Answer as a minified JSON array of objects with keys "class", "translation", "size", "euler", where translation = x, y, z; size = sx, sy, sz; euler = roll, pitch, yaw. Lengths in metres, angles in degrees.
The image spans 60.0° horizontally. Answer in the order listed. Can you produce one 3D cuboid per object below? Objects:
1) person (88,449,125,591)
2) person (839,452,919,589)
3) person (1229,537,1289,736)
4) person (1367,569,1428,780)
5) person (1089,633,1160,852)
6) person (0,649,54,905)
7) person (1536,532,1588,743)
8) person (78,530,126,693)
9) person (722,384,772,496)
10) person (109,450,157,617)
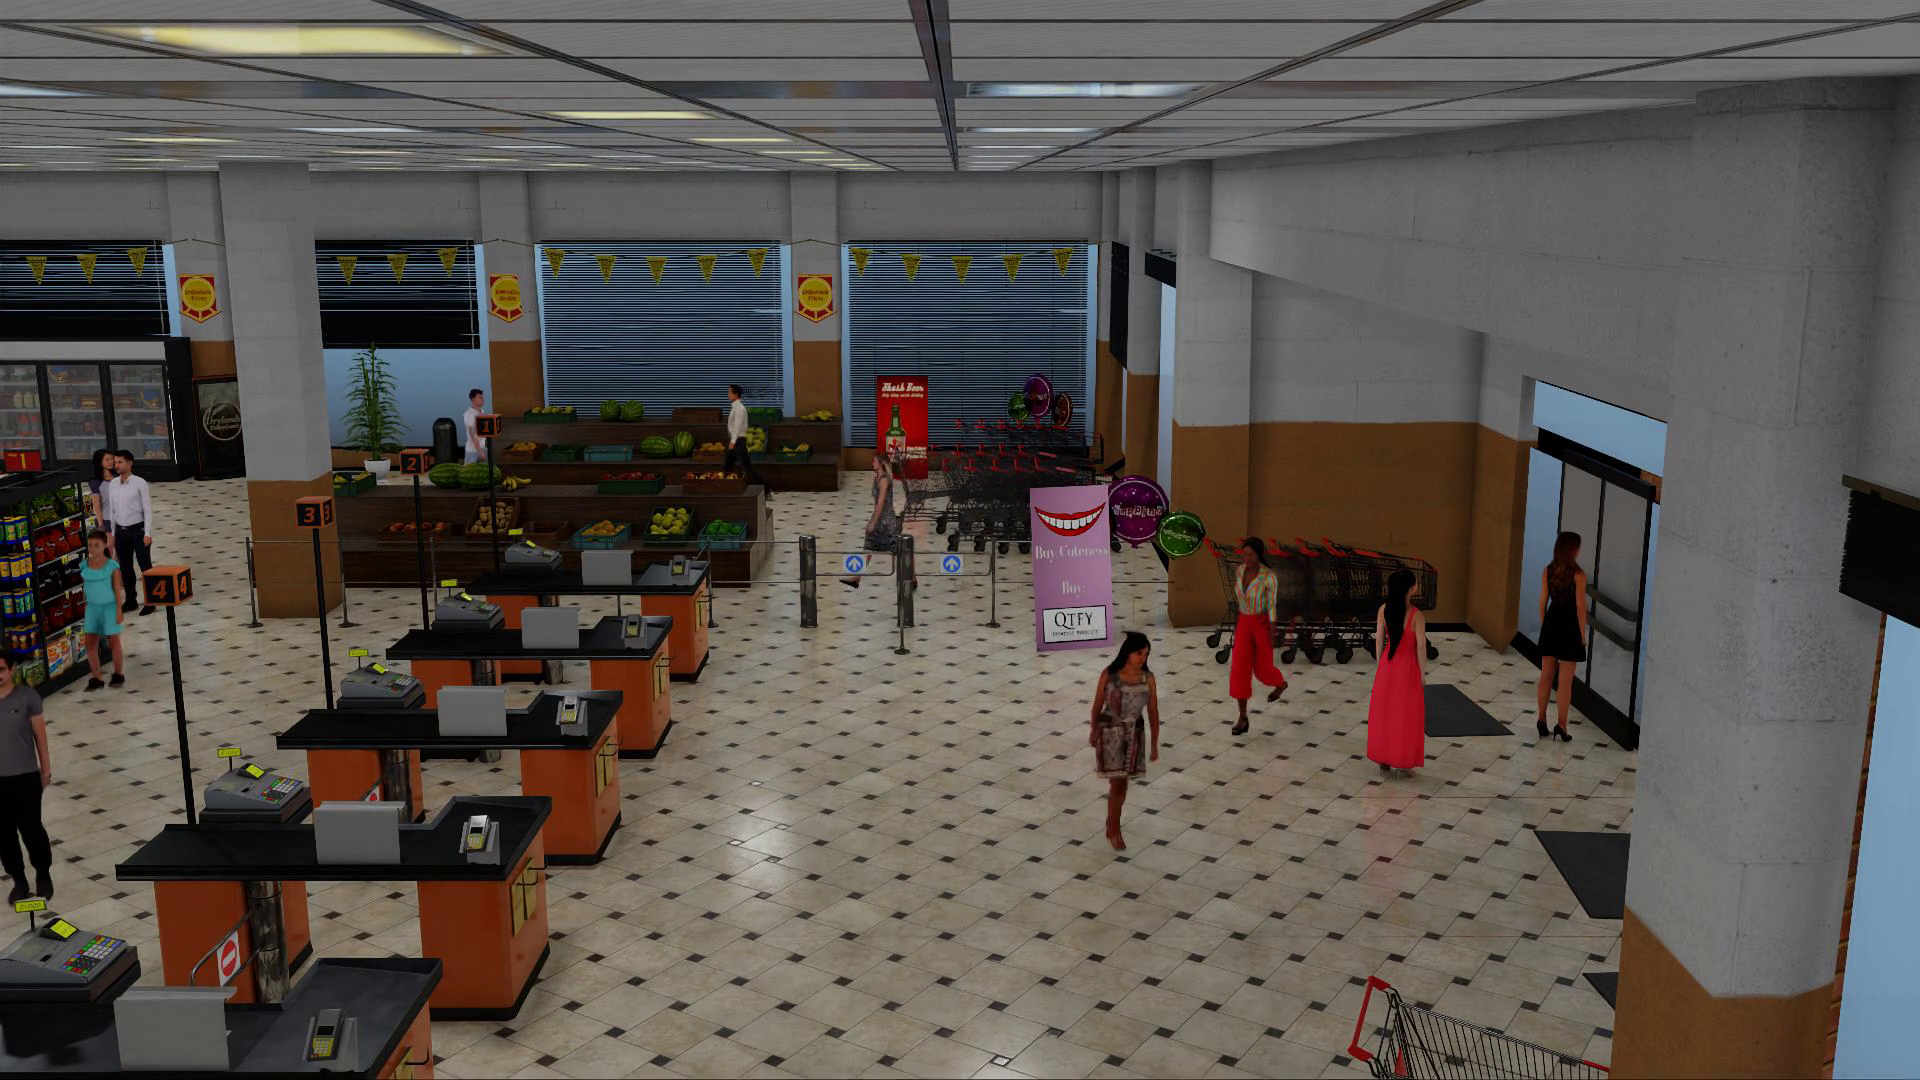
[{"class":"person","translation":[-10.113,-0.244,19.793],"size":[0.586,1.706,0.630],"euler":[3,12,13]},{"class":"person","translation":[-0.781,-0.171,19.584],"size":[1.200,1.648,0.739],"euler":[-2,12,-10]},{"class":"person","translation":[2.634,0.828,14.615],"size":[1.159,1.741,1.117],"euler":[9,15,37]},{"class":"person","translation":[3.556,1.078,13.465],"size":[0.704,1.726,0.773],"euler":[10,16,41]},{"class":"person","translation":[1.145,1.433,12.079],"size":[0.742,1.602,0.721],"euler":[0,12,2]},{"class":"person","translation":[-6.348,1.560,11.138],"size":[0.641,1.741,0.750],"euler":[-3,12,-15]},{"class":"person","translation":[5.189,0.832,14.373],"size":[0.714,1.834,0.669],"euler":[-10,15,-39]},{"class":"person","translation":[-8.163,0.654,15.919],"size":[0.679,1.544,0.626],"euler":[0,12,-2]},{"class":"person","translation":[-3.291,-1.453,25.379],"size":[1.268,1.770,0.920],"euler":[-4,13,-18]},{"class":"person","translation":[-9.316,-0.103,18.726],"size":[0.555,1.868,0.714],"euler":[2,12,9]}]
